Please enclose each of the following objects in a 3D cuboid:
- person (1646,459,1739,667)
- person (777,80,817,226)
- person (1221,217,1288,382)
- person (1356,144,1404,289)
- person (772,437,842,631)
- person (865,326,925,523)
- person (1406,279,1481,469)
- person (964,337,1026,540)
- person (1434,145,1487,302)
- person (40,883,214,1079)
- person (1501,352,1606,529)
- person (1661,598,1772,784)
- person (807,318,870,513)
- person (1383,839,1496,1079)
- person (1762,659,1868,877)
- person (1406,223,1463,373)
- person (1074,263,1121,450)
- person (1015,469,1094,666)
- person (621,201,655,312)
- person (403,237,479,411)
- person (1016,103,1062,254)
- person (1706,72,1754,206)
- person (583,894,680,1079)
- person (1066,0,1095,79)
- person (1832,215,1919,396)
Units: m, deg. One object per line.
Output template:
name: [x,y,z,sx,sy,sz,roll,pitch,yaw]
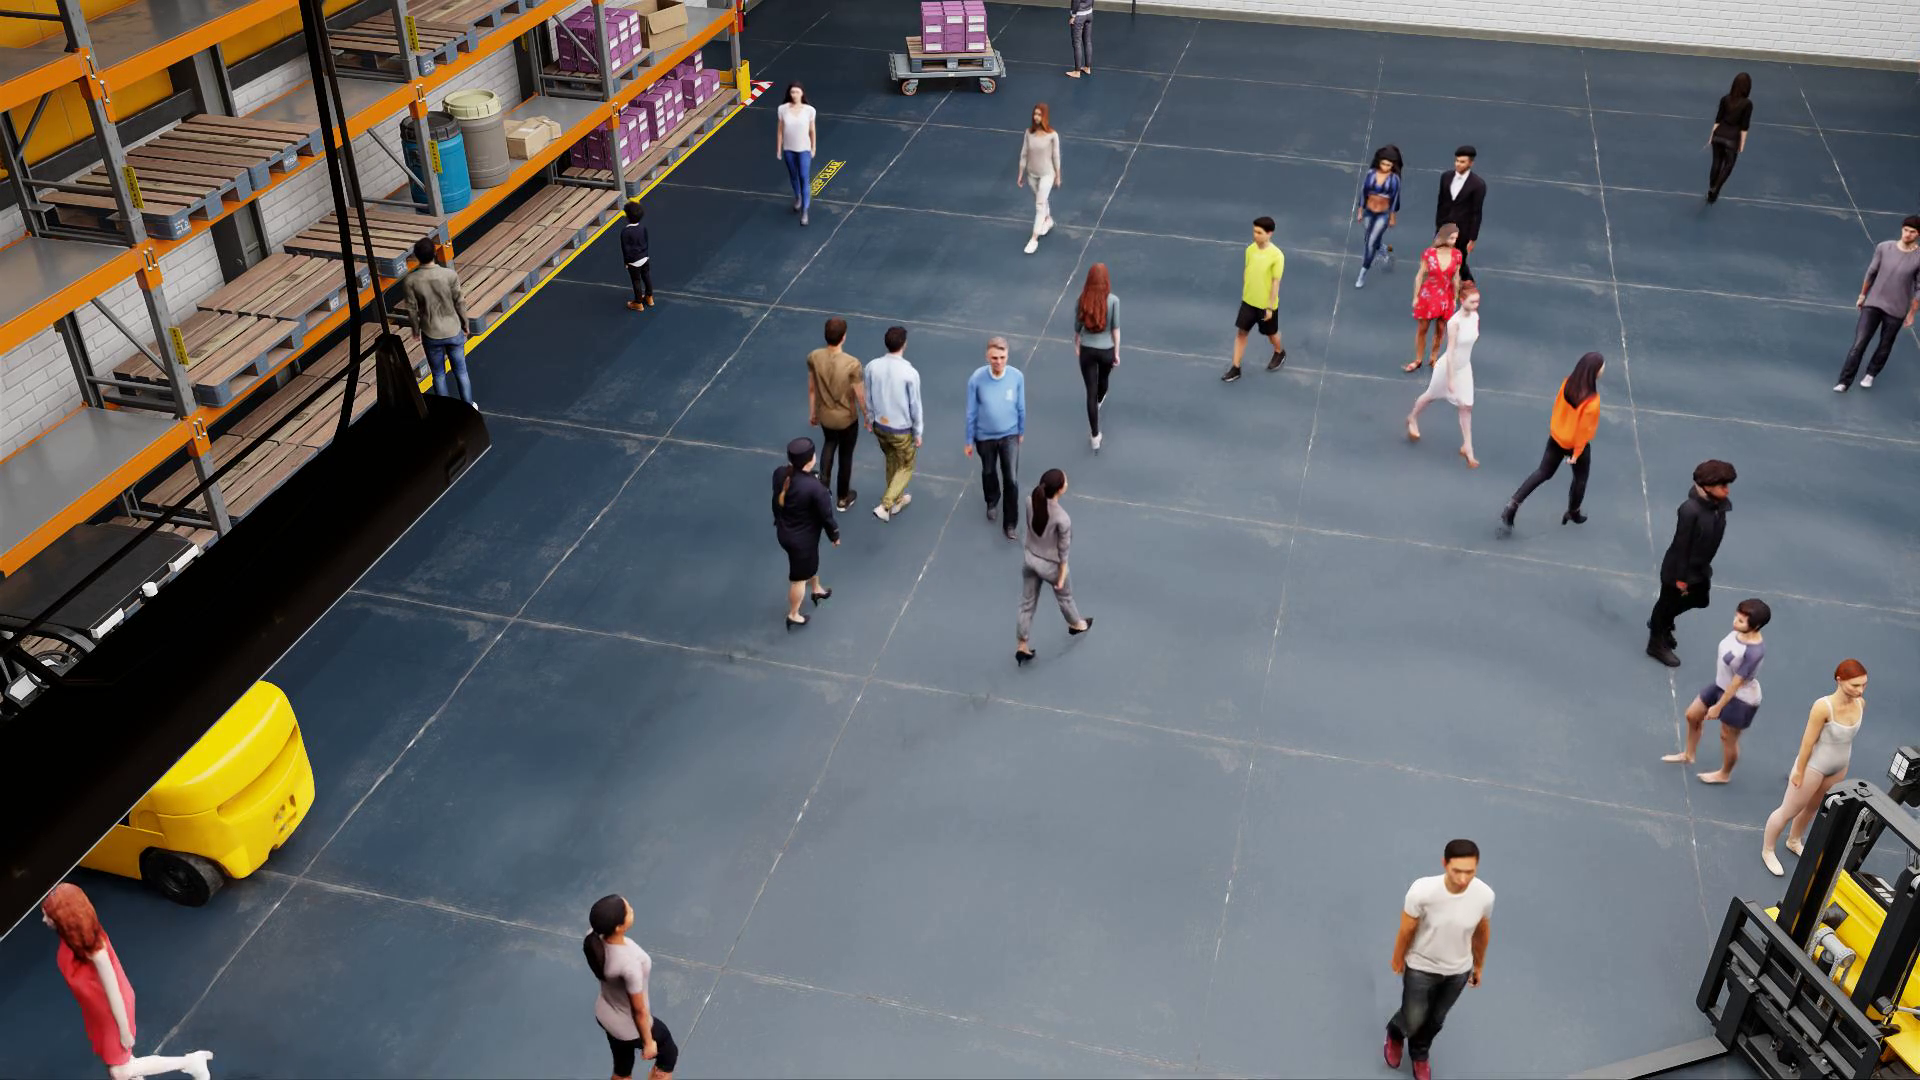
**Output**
person: [5.439,0.130,12.576,0.773,1.767,0.832,-17,37,-24]
person: [-1.953,-4.662,19.892,0.709,1.650,1.034,3,34,4]
person: [3.033,-2.401,16.468,0.945,1.674,1.174,27,42,34]
person: [4.631,-3.595,18.331,0.828,1.600,1.038,21,39,28]
person: [-1.281,0.005,12.870,0.899,1.649,0.983,25,41,33]
person: [-0.595,-0.922,14.141,0.857,1.787,1.013,17,37,23]
person: [4.393,-1.546,15.126,1.090,1.735,1.115,-19,38,-26]
person: [0.301,-0.957,14.195,0.862,1.785,1.093,-1,34,-2]
person: [5.318,-3.302,17.661,1.079,1.854,1.261,28,42,35]
person: [-4.487,2.502,8.967,0.807,1.812,0.913,27,42,34]
person: [5.047,-0.796,14.017,1.084,1.715,1.138,-12,35,-17]
person: [5.368,1.052,11.386,0.681,1.549,0.653,3,34,4]
person: [-1.082,-1.024,14.244,0.720,1.843,0.726,14,36,19]
person: [2.656,2.292,9.300,0.729,1.793,0.753,-2,34,-3]
person: [5.533,1.445,10.710,0.621,1.644,0.648,-12,35,-17]
person: [4.733,-2.410,16.561,0.617,1.587,0.600,9,35,13]
person: [1.245,-1.652,15.330,0.727,1.686,1.207,4,34,6]
person: [0.577,0.246,12.518,0.920,1.639,1.111,26,41,33]
person: [-3.469,-3.064,17.872,0.645,1.225,0.561,25,41,32]
person: [-4.874,-1.953,15.621,0.793,1.865,0.806,-11,35,-16]
person: [0.967,-4.241,19.239,0.802,1.672,1.161,17,37,24]
person: [9.279,-4.831,20.164,0.767,1.629,0.919,24,41,32]
person: [-1.842,2.608,8.873,0.720,1.739,0.739,29,43,36]
person: [1.796,-7.701,24.356,0.749,1.768,0.625,27,42,35]
person: [9.047,-2.301,16.186,0.960,1.820,1.168,23,40,30]
